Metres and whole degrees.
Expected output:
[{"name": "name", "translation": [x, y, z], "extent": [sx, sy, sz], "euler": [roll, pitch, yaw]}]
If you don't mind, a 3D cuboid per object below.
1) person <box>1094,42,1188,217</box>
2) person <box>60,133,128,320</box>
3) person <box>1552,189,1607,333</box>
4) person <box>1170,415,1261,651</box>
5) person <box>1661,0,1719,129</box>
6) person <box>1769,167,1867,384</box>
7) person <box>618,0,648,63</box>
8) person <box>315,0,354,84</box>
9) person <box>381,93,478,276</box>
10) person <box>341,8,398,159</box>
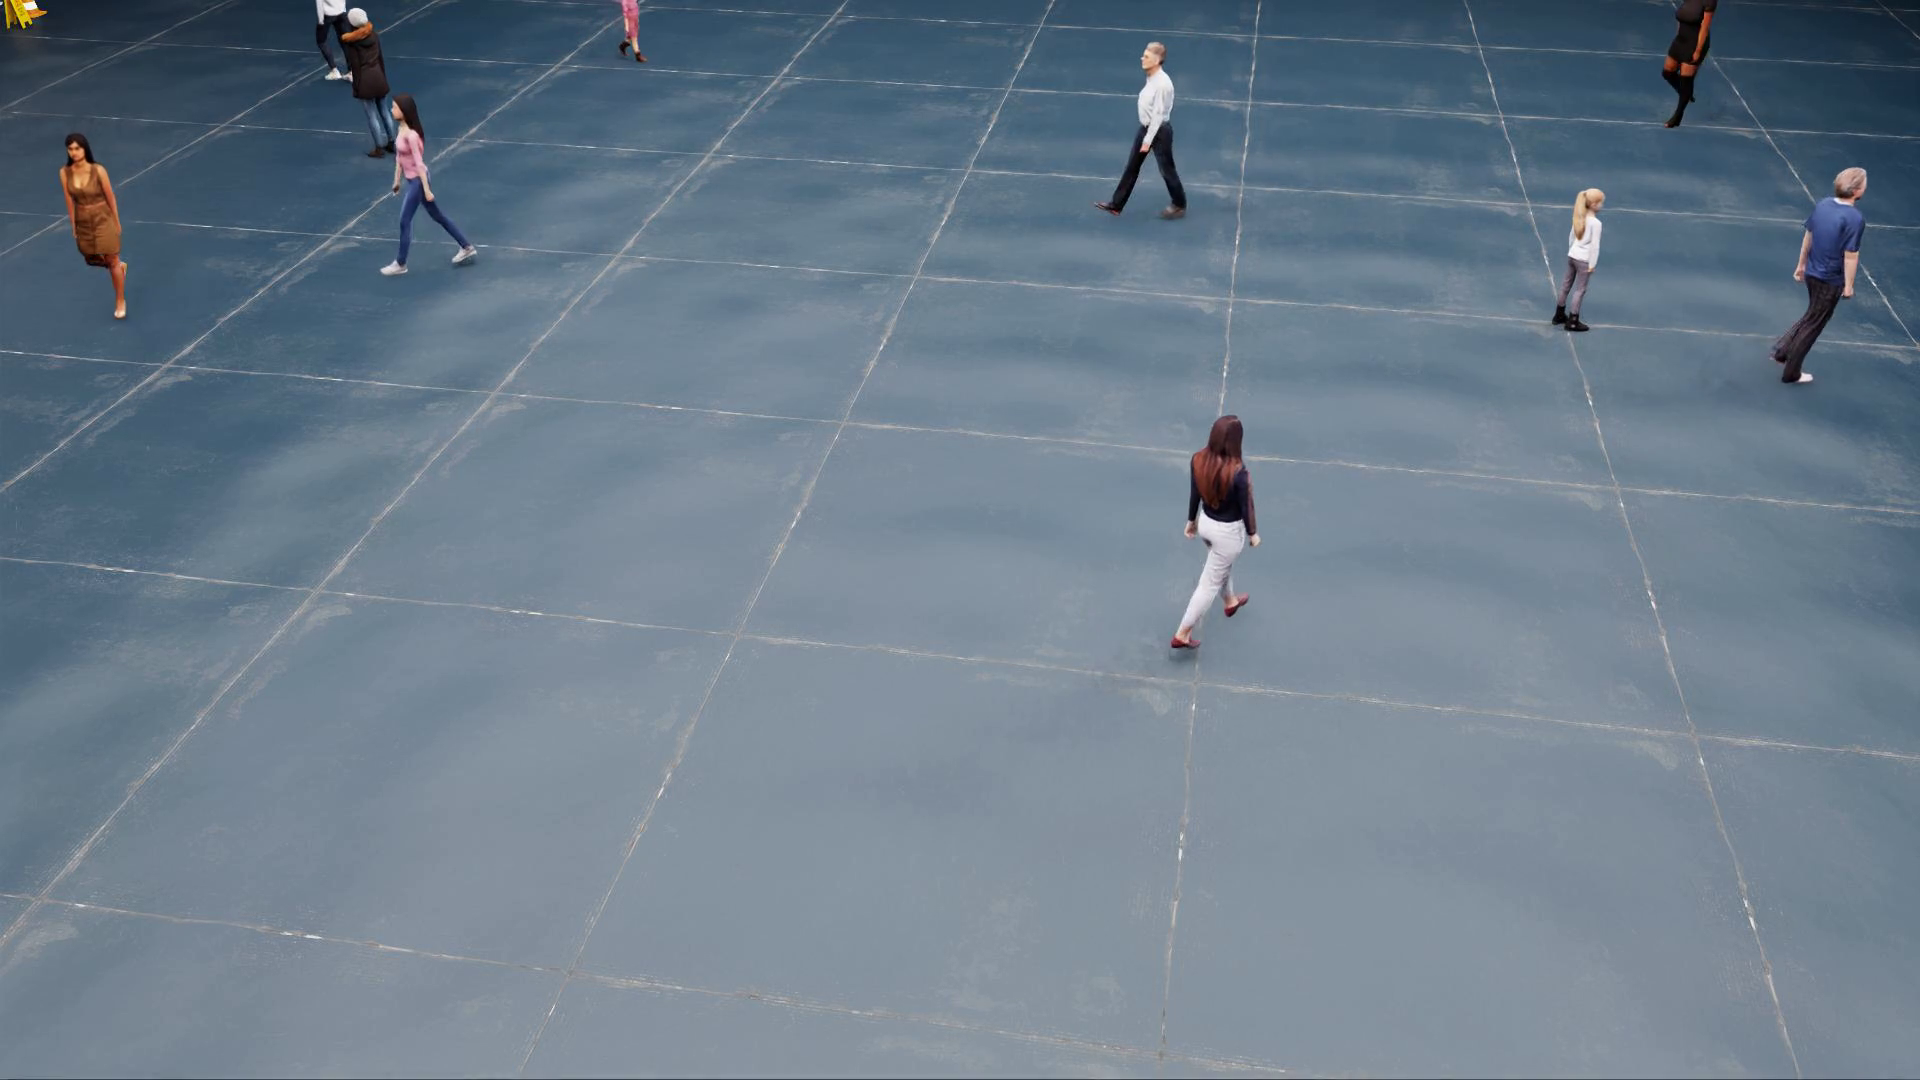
[{"name": "person", "translation": [2.045, -4.076, 16.745], "extent": [1.287, 1.767, 1.028], "euler": [-9, 33, -15]}, {"name": "person", "translation": [-7.683, -2.830, 14.854], "extent": [0.831, 1.678, 0.766], "euler": [-3, 32, -5]}, {"name": "person", "translation": [5.473, -2.480, 14.674], "extent": [0.600, 1.278, 0.566], "euler": [-10, 34, -16]}, {"name": "person", "translation": [1.606, -0.007, 10.481], "extent": [1.108, 1.569, 1.086], "euler": [-23, 39, -32]}, {"name": "person", "translation": [8.517, -5.702, 19.250], "extent": [0.915, 1.846, 0.840], "euler": [-11, 34, -17]}, {"name": "person", "translation": [6.973, -2.119, 13.559], "extent": [0.783, 1.857, 0.761], "euler": [-5, 33, -7]}, {"name": "person", "translation": [-4.322, -6.771, 21.726], "extent": [0.710, 1.012, 0.527], "euler": [14, 35, 21]}, {"name": "person", "translation": [-7.756, -6.526, 20.700], "extent": [0.745, 1.692, 0.743], "euler": [18, 36, 26]}, {"name": "person", "translation": [-5.024, -3.354, 15.666], "extent": [1.198, 1.698, 0.994], "euler": [-13, 35, -20]}, {"name": "person", "translation": [-6.545, -5.075, 18.453], "extent": [0.723, 1.635, 0.718], "euler": [18, 37, 26]}]
